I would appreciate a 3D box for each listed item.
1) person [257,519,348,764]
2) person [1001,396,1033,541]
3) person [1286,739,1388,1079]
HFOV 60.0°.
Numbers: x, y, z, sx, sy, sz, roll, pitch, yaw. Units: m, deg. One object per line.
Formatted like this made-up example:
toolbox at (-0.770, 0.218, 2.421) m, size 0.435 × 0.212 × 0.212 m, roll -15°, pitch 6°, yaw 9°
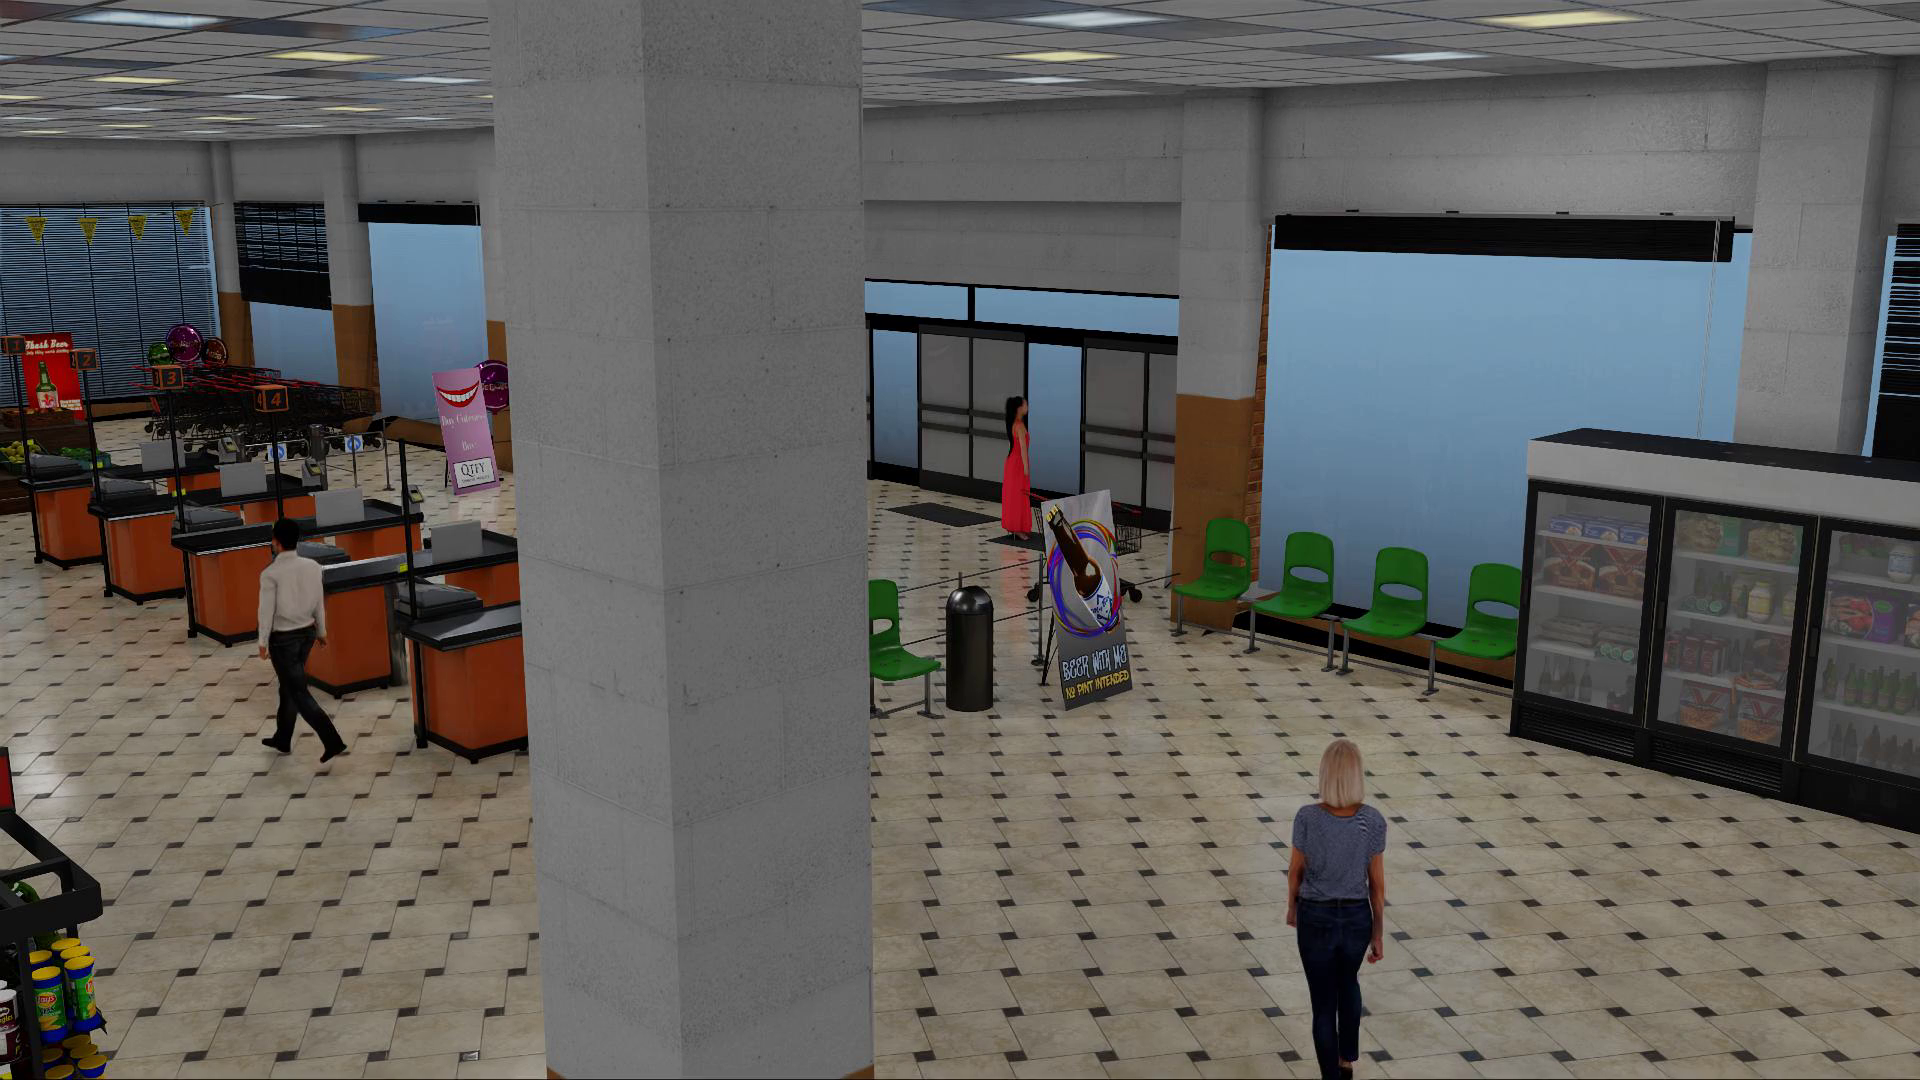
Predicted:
person at (-4.765, 0.766, 12.010) m, size 0.941 × 1.773 × 1.173 m, roll 7°, pitch 14°, yaw 29°
person at (0.686, -0.864, 19.864) m, size 0.709 × 1.728 × 0.701 m, roll -4°, pitch 13°, yaw -19°
person at (1.693, 1.763, 7.446) m, size 0.747 × 1.704 × 0.806 m, roll 0°, pitch 12°, yaw 0°
